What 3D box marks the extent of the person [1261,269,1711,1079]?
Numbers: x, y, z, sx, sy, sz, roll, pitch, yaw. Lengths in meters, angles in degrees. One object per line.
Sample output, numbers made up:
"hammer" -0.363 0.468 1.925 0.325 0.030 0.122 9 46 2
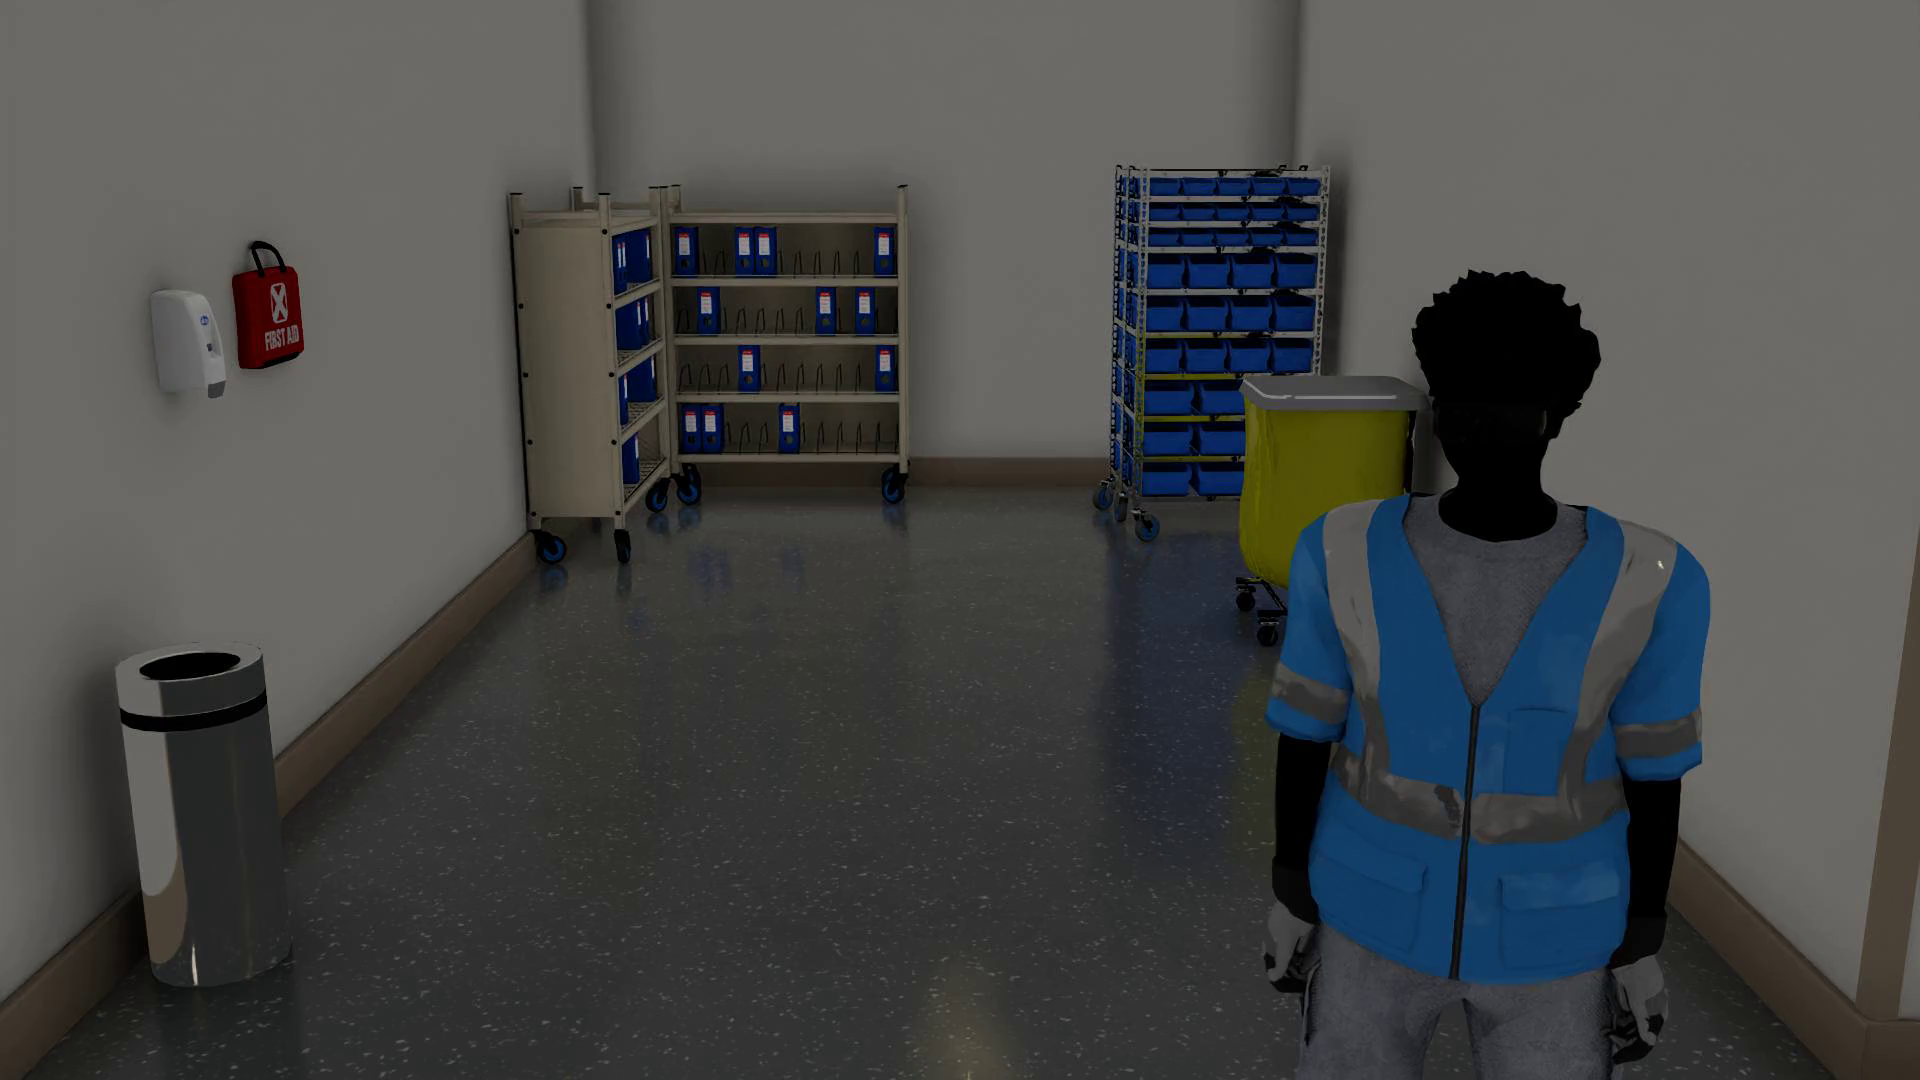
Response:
"person" 0.653 0.504 2.169 0.540 1.696 0.316 5 14 19
